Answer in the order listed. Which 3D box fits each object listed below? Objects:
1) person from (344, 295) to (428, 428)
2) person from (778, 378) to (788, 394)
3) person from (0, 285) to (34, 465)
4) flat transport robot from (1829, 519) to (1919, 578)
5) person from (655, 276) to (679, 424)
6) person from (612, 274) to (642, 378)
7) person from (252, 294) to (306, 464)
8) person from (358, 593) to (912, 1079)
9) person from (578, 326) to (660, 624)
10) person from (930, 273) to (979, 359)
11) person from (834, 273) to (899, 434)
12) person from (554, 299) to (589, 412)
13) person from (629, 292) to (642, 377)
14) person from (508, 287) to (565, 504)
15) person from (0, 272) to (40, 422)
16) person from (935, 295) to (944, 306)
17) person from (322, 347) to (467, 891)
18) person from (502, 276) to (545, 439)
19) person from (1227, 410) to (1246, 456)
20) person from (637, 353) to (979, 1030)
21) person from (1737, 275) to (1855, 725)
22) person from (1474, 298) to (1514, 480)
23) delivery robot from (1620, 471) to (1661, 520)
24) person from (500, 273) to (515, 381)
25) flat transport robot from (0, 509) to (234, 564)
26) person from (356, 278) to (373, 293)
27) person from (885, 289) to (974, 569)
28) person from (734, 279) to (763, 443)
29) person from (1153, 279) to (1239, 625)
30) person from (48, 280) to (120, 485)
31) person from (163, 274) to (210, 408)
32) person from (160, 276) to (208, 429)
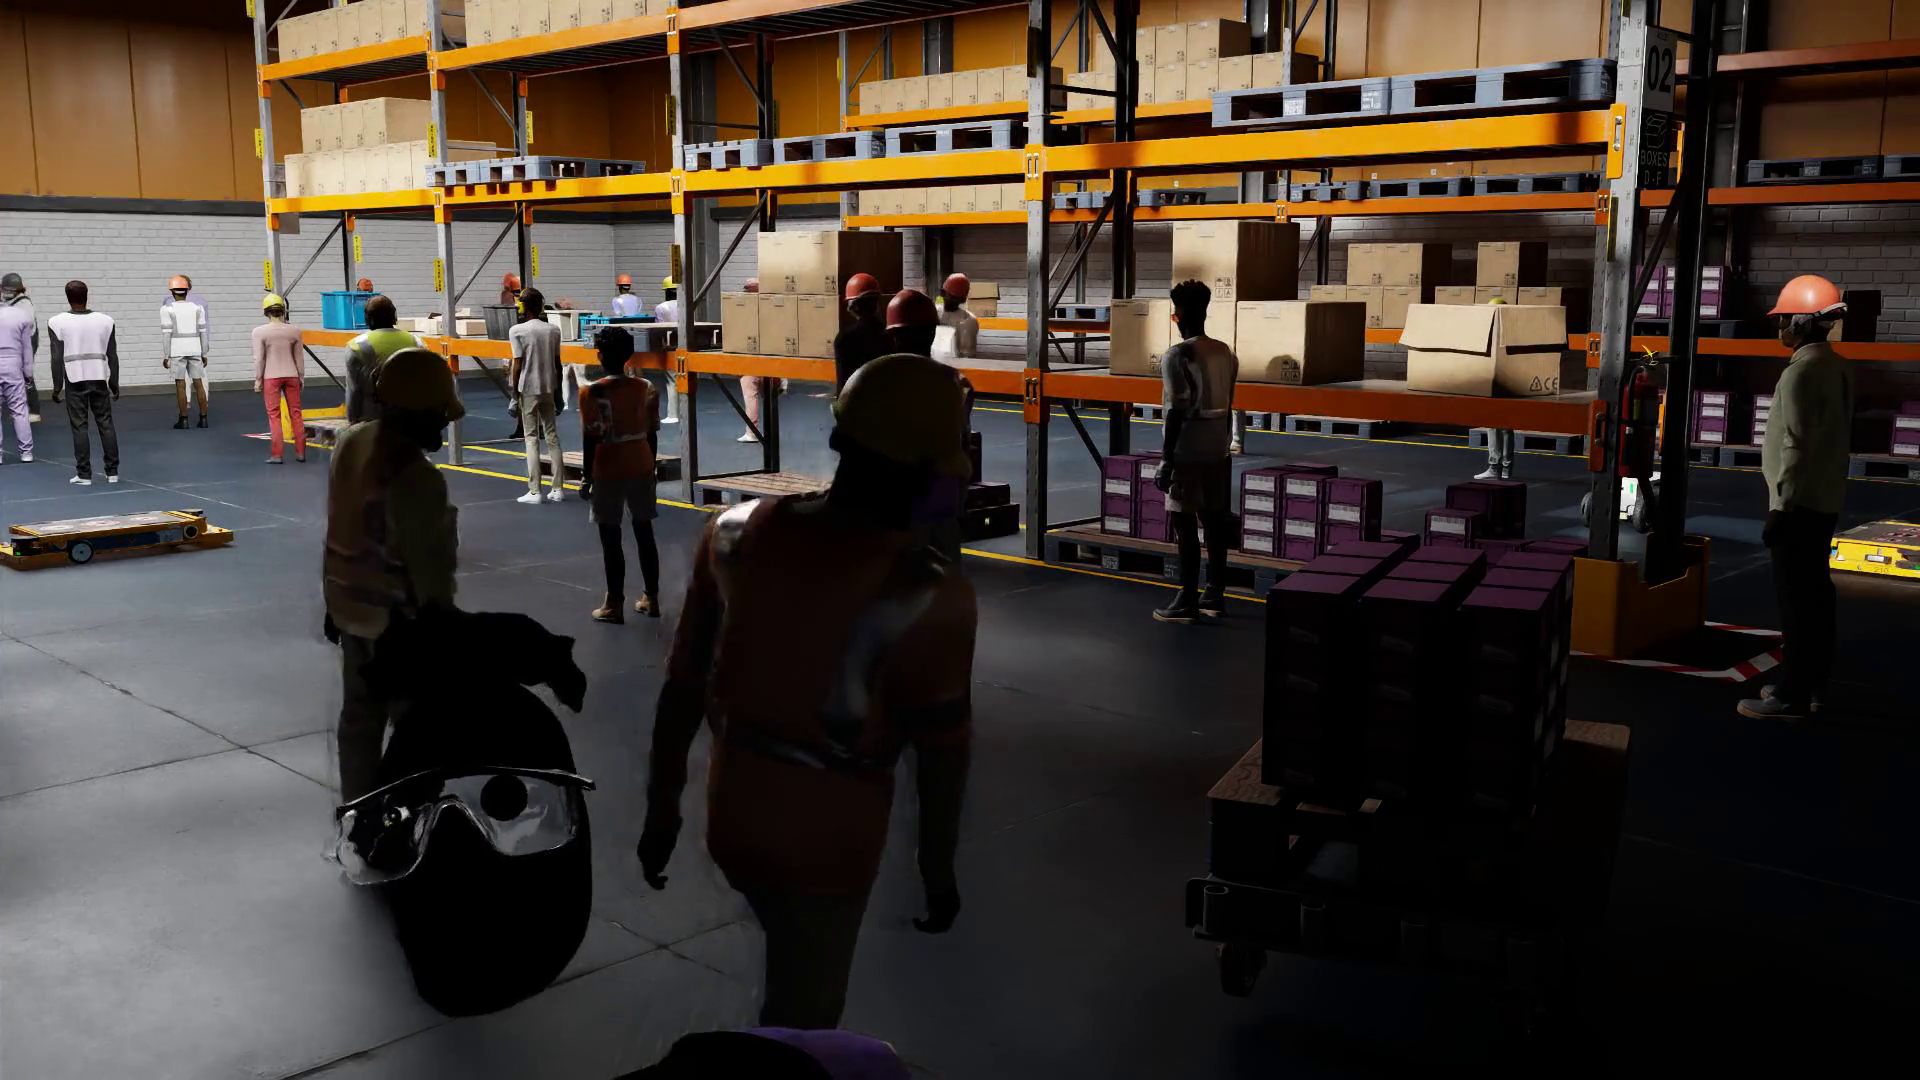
[{"bbox_3d":[-4.042,-0.803,11.749,0.428,1.840,0.631,9,13,44],"label":"person"},{"bbox_3d":[-2.990,-3.290,26.693,0.356,1.938,0.633,9,13,44],"label":"person"},{"bbox_3d":[-9.935,-1.723,17.191,0.401,1.906,0.649,9,13,44],"label":"person"},{"bbox_3d":[6.424,0.049,11.325,0.652,0.197,1.431,9,13,44],"label":"flat transport robot"},{"bbox_3d":[-3.749,-2.484,21.791,0.384,1.925,0.593,9,13,44],"label":"person"},{"bbox_3d":[-5.364,-3.293,26.719,0.376,1.935,0.550,9,13,44],"label":"person"},{"bbox_3d":[-7.080,-1.669,17.289,0.327,1.765,0.531,9,13,44],"label":"person"},{"bbox_3d":[-0.233,0.947,1.011,0.374,1.840,0.568,9,13,44],"label":"person"},{"bbox_3d":[-1.950,-0.372,9.542,0.318,1.695,0.539,9,13,44],"label":"person"},{"bbox_3d":[-0.154,-1.491,15.558,0.773,1.996,0.395,9,13,44],"label":"person"},{"bbox_3d":[-0.631,-0.812,11.337,0.395,1.990,0.619,9,13,44],"label":"person"},{"bbox_3d":[-5.472,-2.579,23.365,0.706,1.585,0.530,-5,10,-28],"label":"person"},{"bbox_3d":[-6.013,-3.708,30.274,0.329,1.609,0.652,-9,13,-44],"label":"person"},{"bbox_3d":[-3.660,-1.242,14.369,0.313,1.865,0.528,9,13,44],"label":"person"},{"bbox_3d":[-12.523,-2.580,22.029,0.533,2.000,0.837,-8,12,-40],"label":"person"},{"bbox_3d":[-0.152,-1.797,18.068,0.328,1.767,0.531,9,13,44],"label":"person"},{"bbox_3d":[-1.879,0.255,5.476,0.718,1.787,0.407,9,13,43],"label":"person"},{"bbox_3d":[-5.169,-2.136,19.628,0.374,1.933,0.550,9,13,44],"label":"person"},{"bbox_3d":[2.897,-1.826,18.018,0.428,1.842,0.631,9,13,44],"label":"person"},{"bbox_3d":[-0.263,0.572,3.251,0.680,1.865,0.669,7,11,35],"label":"person"},{"bbox_3d":[3.756,-0.180,7.455,0.396,1.992,0.619,9,13,44],"label":"person"},{"bbox_3d":[5.152,-1.445,15.988,0.323,1.741,0.491,9,13,44],"label":"person"},{"bbox_3d":[5.244,-0.413,12.999,0.477,0.478,0.707,9,13,44],"label":"delivery robot"},{"bbox_3d":[-8.072,-3.790,29.781,0.391,1.950,0.769,-8,12,-40],"label":"person"},{"bbox_3d":[-6.031,-0.036,11.842,0.652,0.197,1.431,9,13,44],"label":"flat transport robot"},{"bbox_3d":[-8.688,-2.895,24.439,0.338,1.882,0.582,9,13,44],"label":"person"},{"bbox_3d":[-0.192,-0.140,7.392,0.374,1.933,0.550,9,13,44],"label":"person"},{"bbox_3d":[-2.399,-2.086,19.420,0.401,1.904,0.649,9,13,44],"label":"person"},{"bbox_3d":[1.336,-0.501,9.515,0.364,1.962,0.612,9,13,44],"label":"person"},{"bbox_3d":[-8.210,-1.475,15.634,0.373,1.915,0.594,9,13,44],"label":"person"},{"bbox_3d":[-11.252,-2.889,24.237,0.356,1.938,0.633,9,13,44],"label":"person"},{"bbox_3d":[-9.812,-2.365,21.032,0.374,1.933,0.550,9,13,44],"label":"person"}]
